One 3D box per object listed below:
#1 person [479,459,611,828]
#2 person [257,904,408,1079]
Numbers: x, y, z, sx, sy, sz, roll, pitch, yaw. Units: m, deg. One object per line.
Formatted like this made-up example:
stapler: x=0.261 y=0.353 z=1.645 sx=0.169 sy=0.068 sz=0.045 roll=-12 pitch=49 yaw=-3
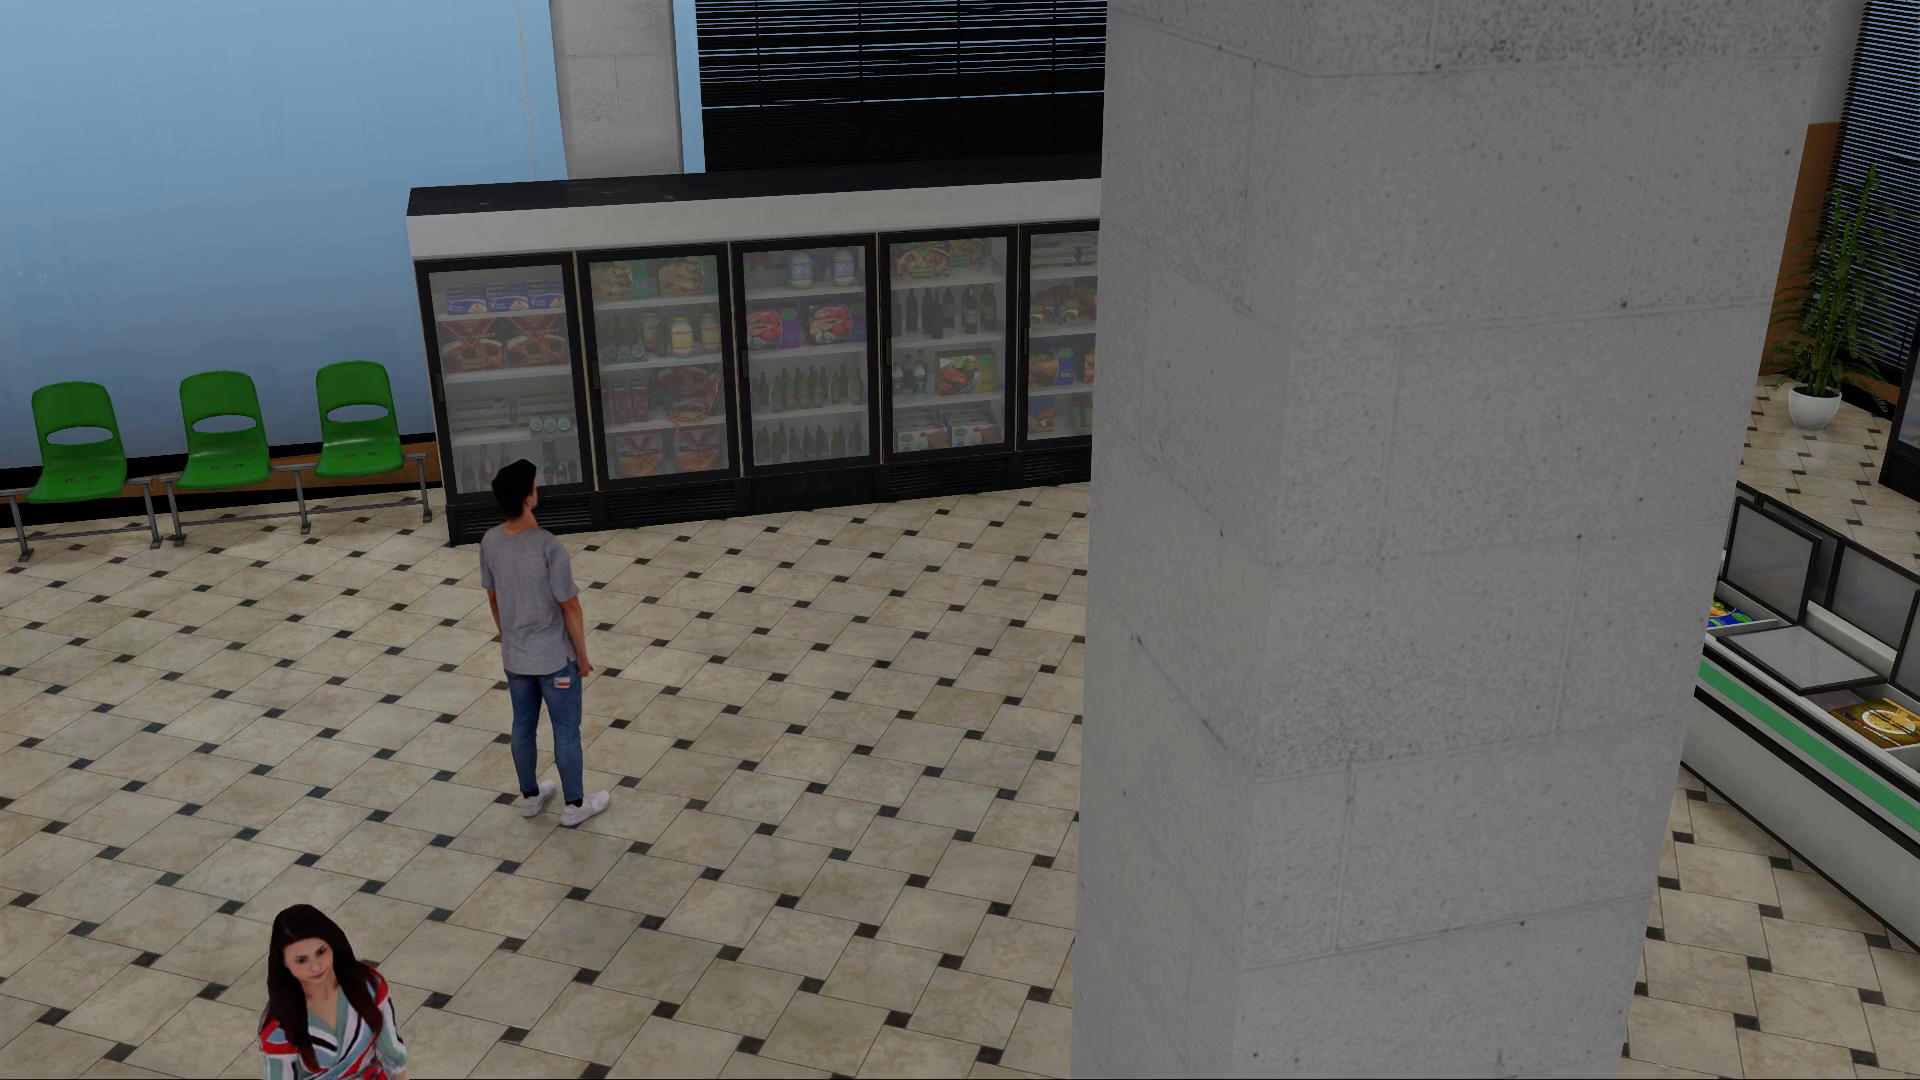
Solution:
person: x=-2.053 y=0.508 z=8.085 sx=0.757 sy=1.890 sz=0.777 roll=9 pitch=25 yaw=20
person: x=-2.016 y=1.838 z=5.410 sx=0.854 sy=1.597 sz=0.991 roll=-21 pitch=31 yaw=-40
